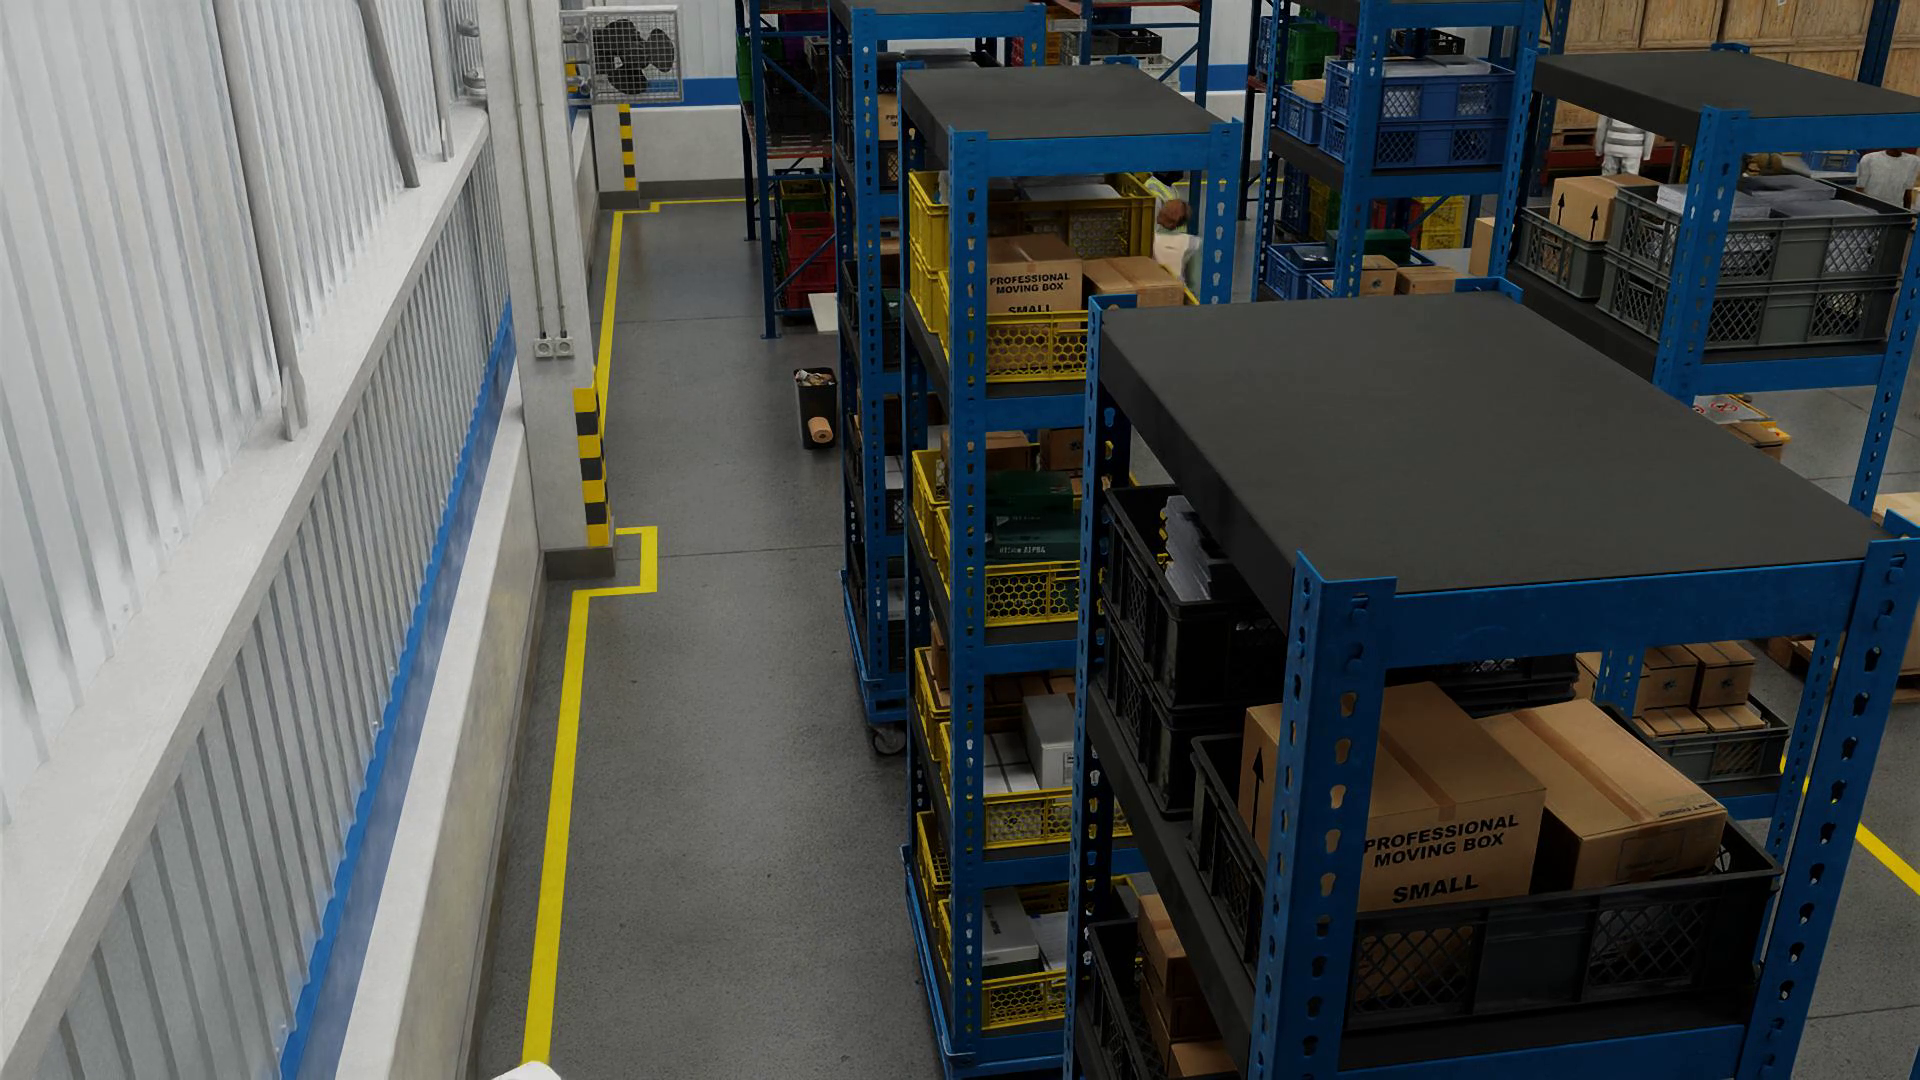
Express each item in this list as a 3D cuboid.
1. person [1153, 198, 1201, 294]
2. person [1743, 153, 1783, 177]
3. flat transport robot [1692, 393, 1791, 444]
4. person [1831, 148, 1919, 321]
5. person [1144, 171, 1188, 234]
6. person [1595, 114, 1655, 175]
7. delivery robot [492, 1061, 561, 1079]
[{"bbox_3d":[1.511,-1.775,12.525,0.552,1.615,0.365,-3,25,-7],"label":"person"},{"bbox_3d":[5.920,-1.955,12.535,0.372,1.940,0.627,4,25,10],"label":"person"},{"bbox_3d":[5.224,-0.859,12.132,1.431,0.197,0.652,-4,25,-8],"label":"flat transport robot"},{"bbox_3d":[7.815,-2.678,14.205,0.515,1.860,0.324,3,25,6],"label":"person"},{"bbox_3d":[1.580,-2.205,13.209,0.428,1.837,0.629,7,26,14],"label":"person"},{"bbox_3d":[6.740,-3.933,16.898,0.573,1.885,0.354,19,31,35],"label":"person"},{"bbox_3d":[-1.347,2.017,5.436,0.477,0.478,0.707,-19,31,-35],"label":"delivery robot"}]
